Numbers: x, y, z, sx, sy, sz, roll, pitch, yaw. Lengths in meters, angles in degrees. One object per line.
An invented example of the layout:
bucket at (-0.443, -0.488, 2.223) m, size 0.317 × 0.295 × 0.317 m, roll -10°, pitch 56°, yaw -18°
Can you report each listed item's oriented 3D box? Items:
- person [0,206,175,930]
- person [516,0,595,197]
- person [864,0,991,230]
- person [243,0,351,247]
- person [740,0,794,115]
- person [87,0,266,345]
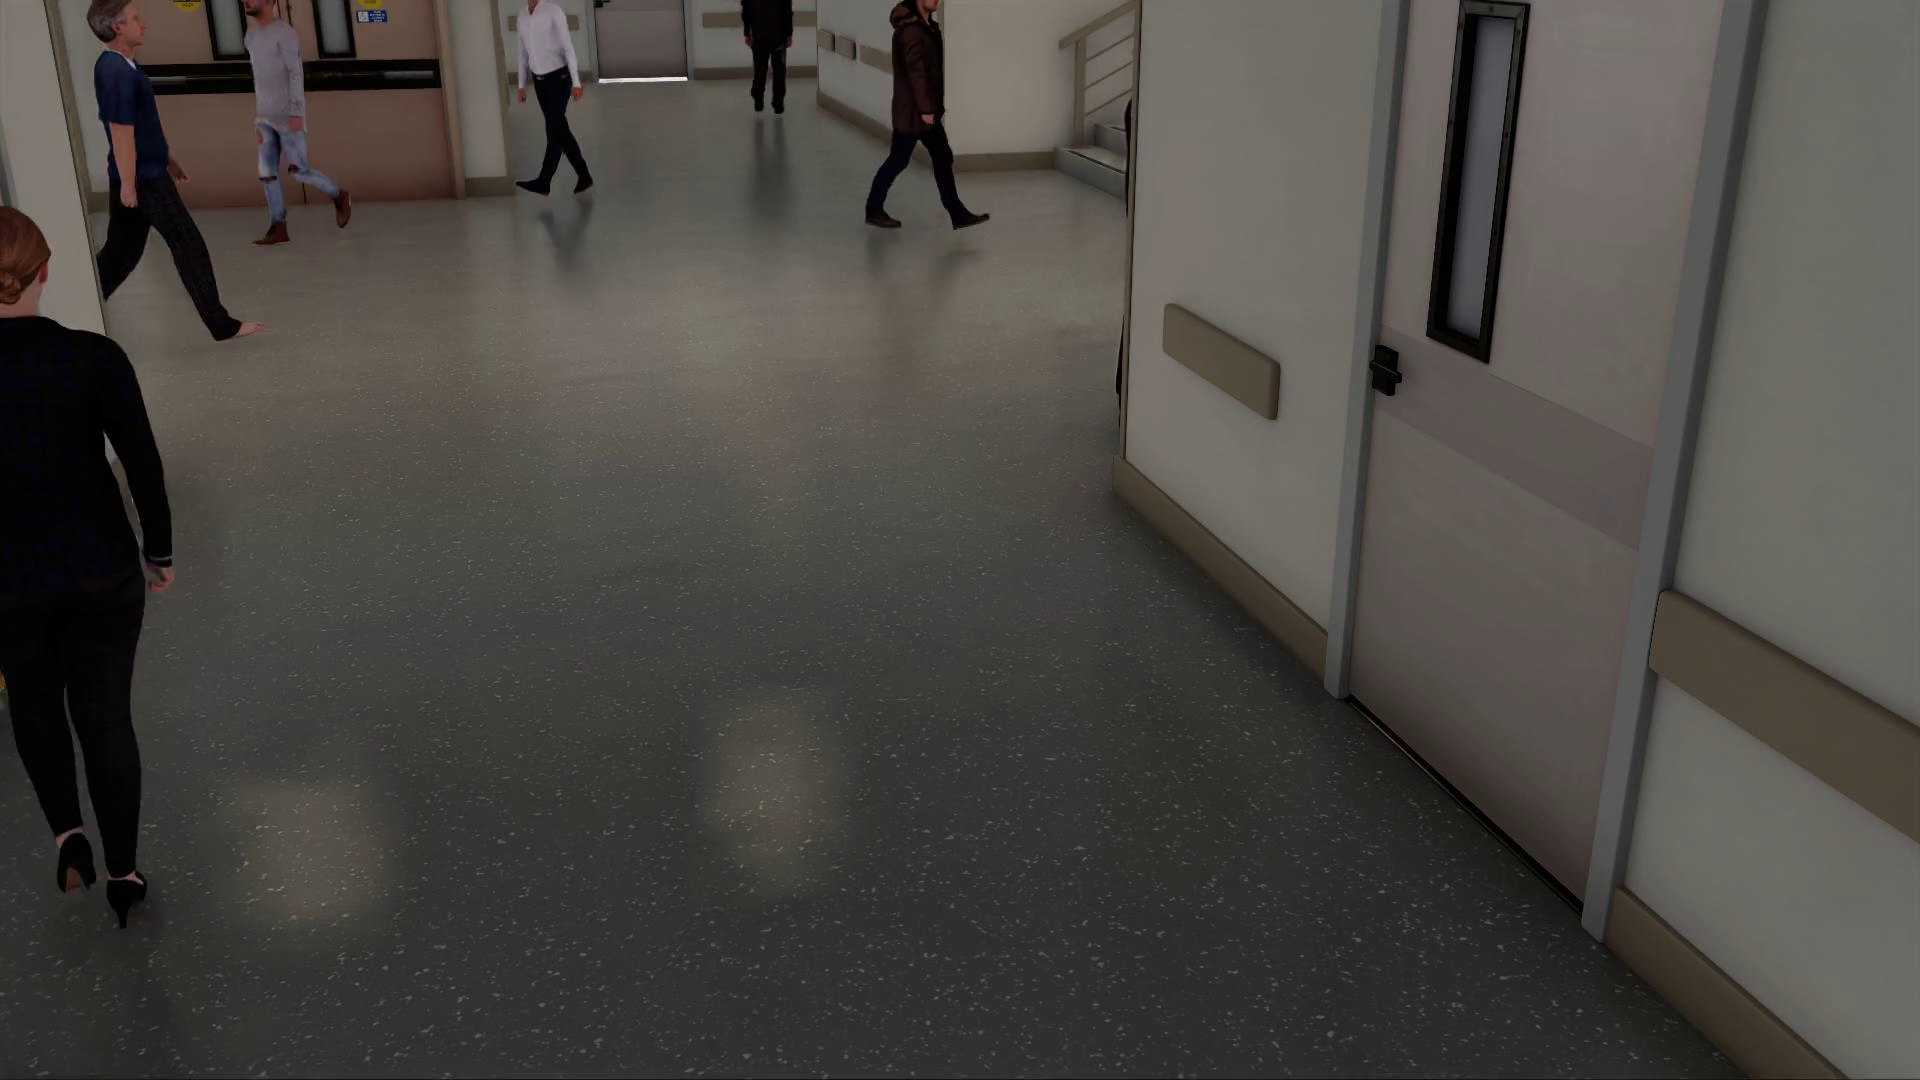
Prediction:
person at (-2.000, 0.130, 3.669) m, size 0.555 × 1.674 × 0.732 m, roll -9°, pitch 22°, yaw -22°
person at (-3.320, -3.779, 13.779) m, size 1.144 × 1.825 × 1.203 m, roll 9°, pitch 23°, yaw 23°
person at (-0.395, -3.116, 12.073) m, size 1.319 × 1.792 × 1.143 m, roll 6°, pitch 22°, yaw 15°
person at (-4.727, -2.998, 11.736) m, size 1.108 × 1.811 × 1.150 m, roll 11°, pitch 23°, yaw 27°
person at (-2.214, -5.841, 19.194) m, size 1.000 × 1.845 × 1.003 m, roll 2°, pitch 21°, yaw 4°
person at (-4.422, -1.877, 8.761) m, size 1.281 × 1.822 × 0.855 m, roll -10°, pitch 23°, yaw -25°
